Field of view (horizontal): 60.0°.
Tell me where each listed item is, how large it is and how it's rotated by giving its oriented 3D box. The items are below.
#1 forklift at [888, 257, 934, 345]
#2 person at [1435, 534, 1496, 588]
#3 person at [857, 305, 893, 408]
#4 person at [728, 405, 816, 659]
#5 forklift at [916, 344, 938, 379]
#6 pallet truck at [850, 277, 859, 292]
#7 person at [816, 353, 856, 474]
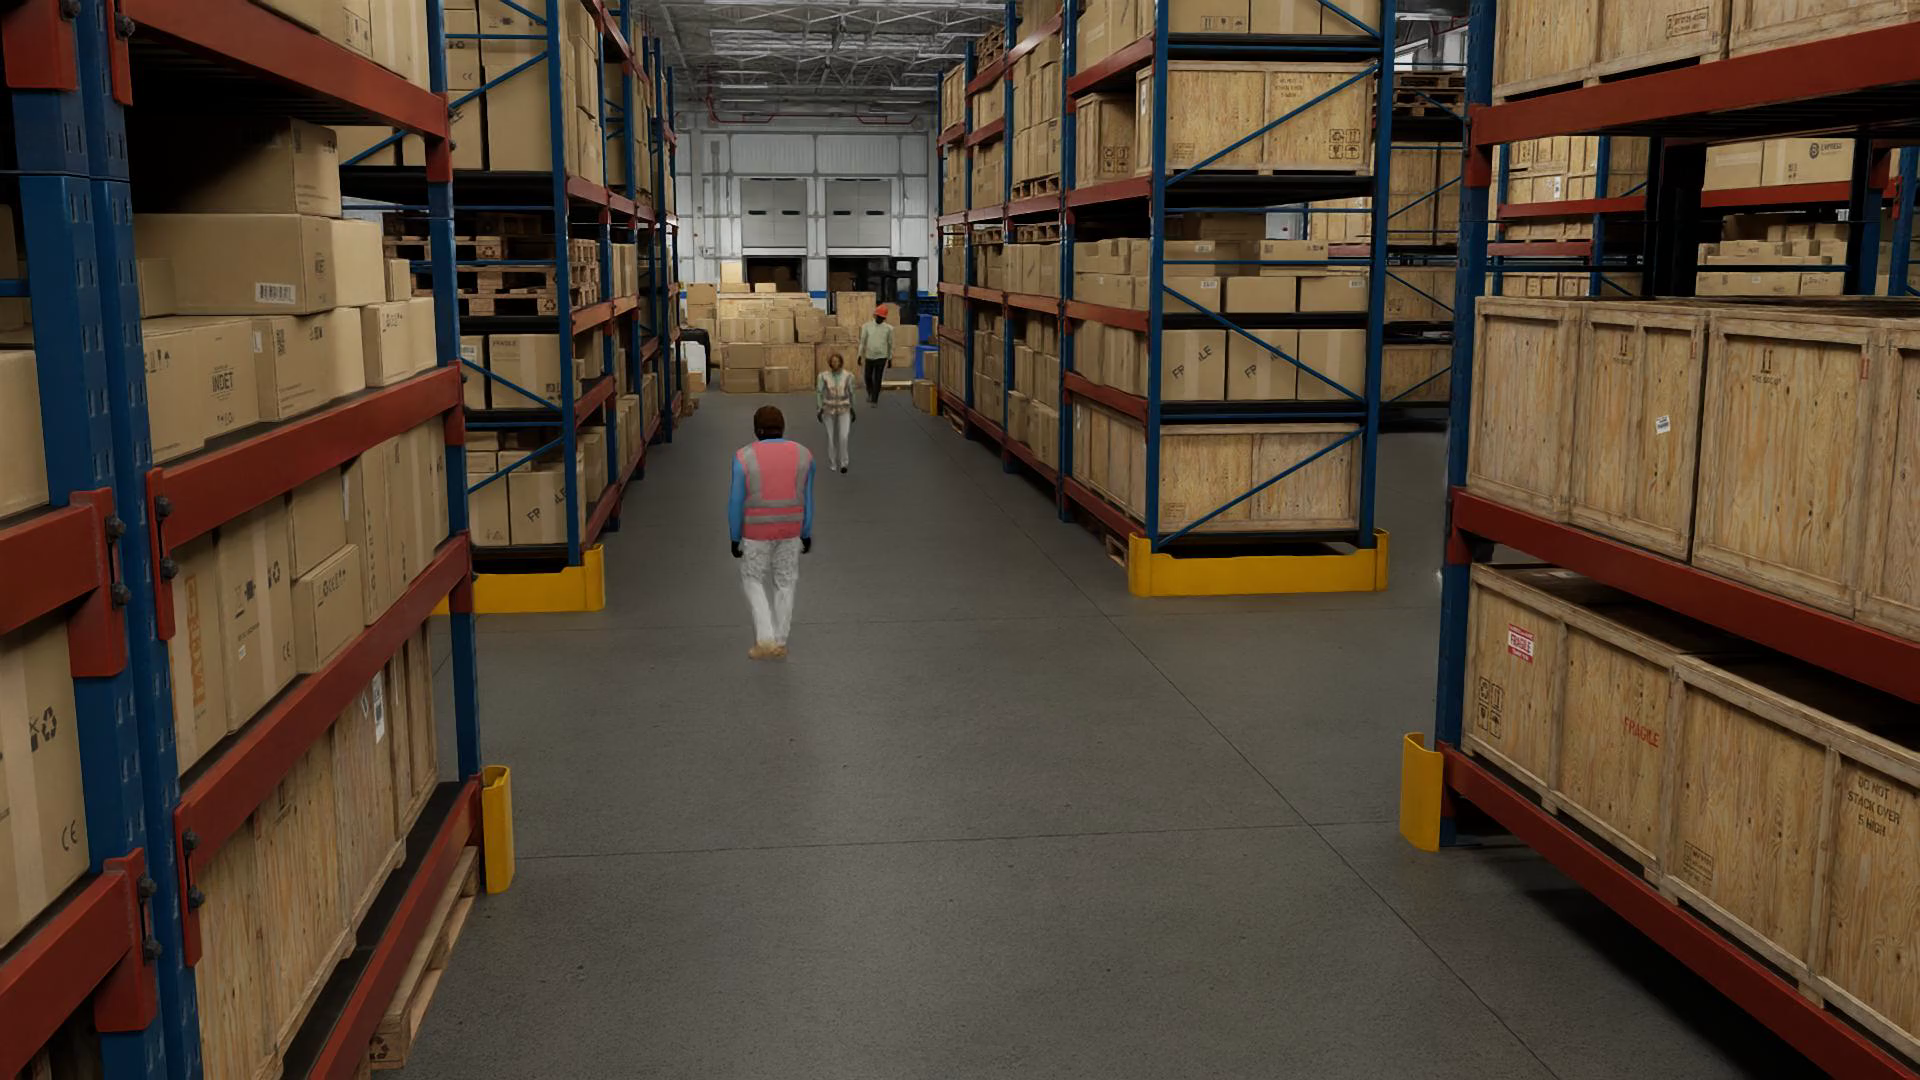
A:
[{"bbox_3d":[-1.675,-7.028,49.481,1.129,2.768,1.873,7,12,34],"label":"forklift"},{"bbox_3d":[4.247,-0.376,13.584,0.487,1.906,0.620,-1,10,-7],"label":"person"},{"bbox_3d":[-1.597,-3.473,31.479,0.691,1.949,0.636,0,10,1],"label":"person"},{"bbox_3d":[-1.346,-0.046,11.893,0.636,1.830,0.452,-4,11,-23],"label":"person"},{"bbox_3d":[0.127,-4.249,33.303,1.873,2.768,1.129,-6,11,-31],"label":"forklift"},{"bbox_3d":[-3.782,-9.391,65.808,1.885,1.965,0.823,2,10,10],"label":"pallet truck"},{"bbox_3d":[-1.634,-1.671,22.036,0.522,1.592,0.877,-1,10,-4],"label":"person"}]
